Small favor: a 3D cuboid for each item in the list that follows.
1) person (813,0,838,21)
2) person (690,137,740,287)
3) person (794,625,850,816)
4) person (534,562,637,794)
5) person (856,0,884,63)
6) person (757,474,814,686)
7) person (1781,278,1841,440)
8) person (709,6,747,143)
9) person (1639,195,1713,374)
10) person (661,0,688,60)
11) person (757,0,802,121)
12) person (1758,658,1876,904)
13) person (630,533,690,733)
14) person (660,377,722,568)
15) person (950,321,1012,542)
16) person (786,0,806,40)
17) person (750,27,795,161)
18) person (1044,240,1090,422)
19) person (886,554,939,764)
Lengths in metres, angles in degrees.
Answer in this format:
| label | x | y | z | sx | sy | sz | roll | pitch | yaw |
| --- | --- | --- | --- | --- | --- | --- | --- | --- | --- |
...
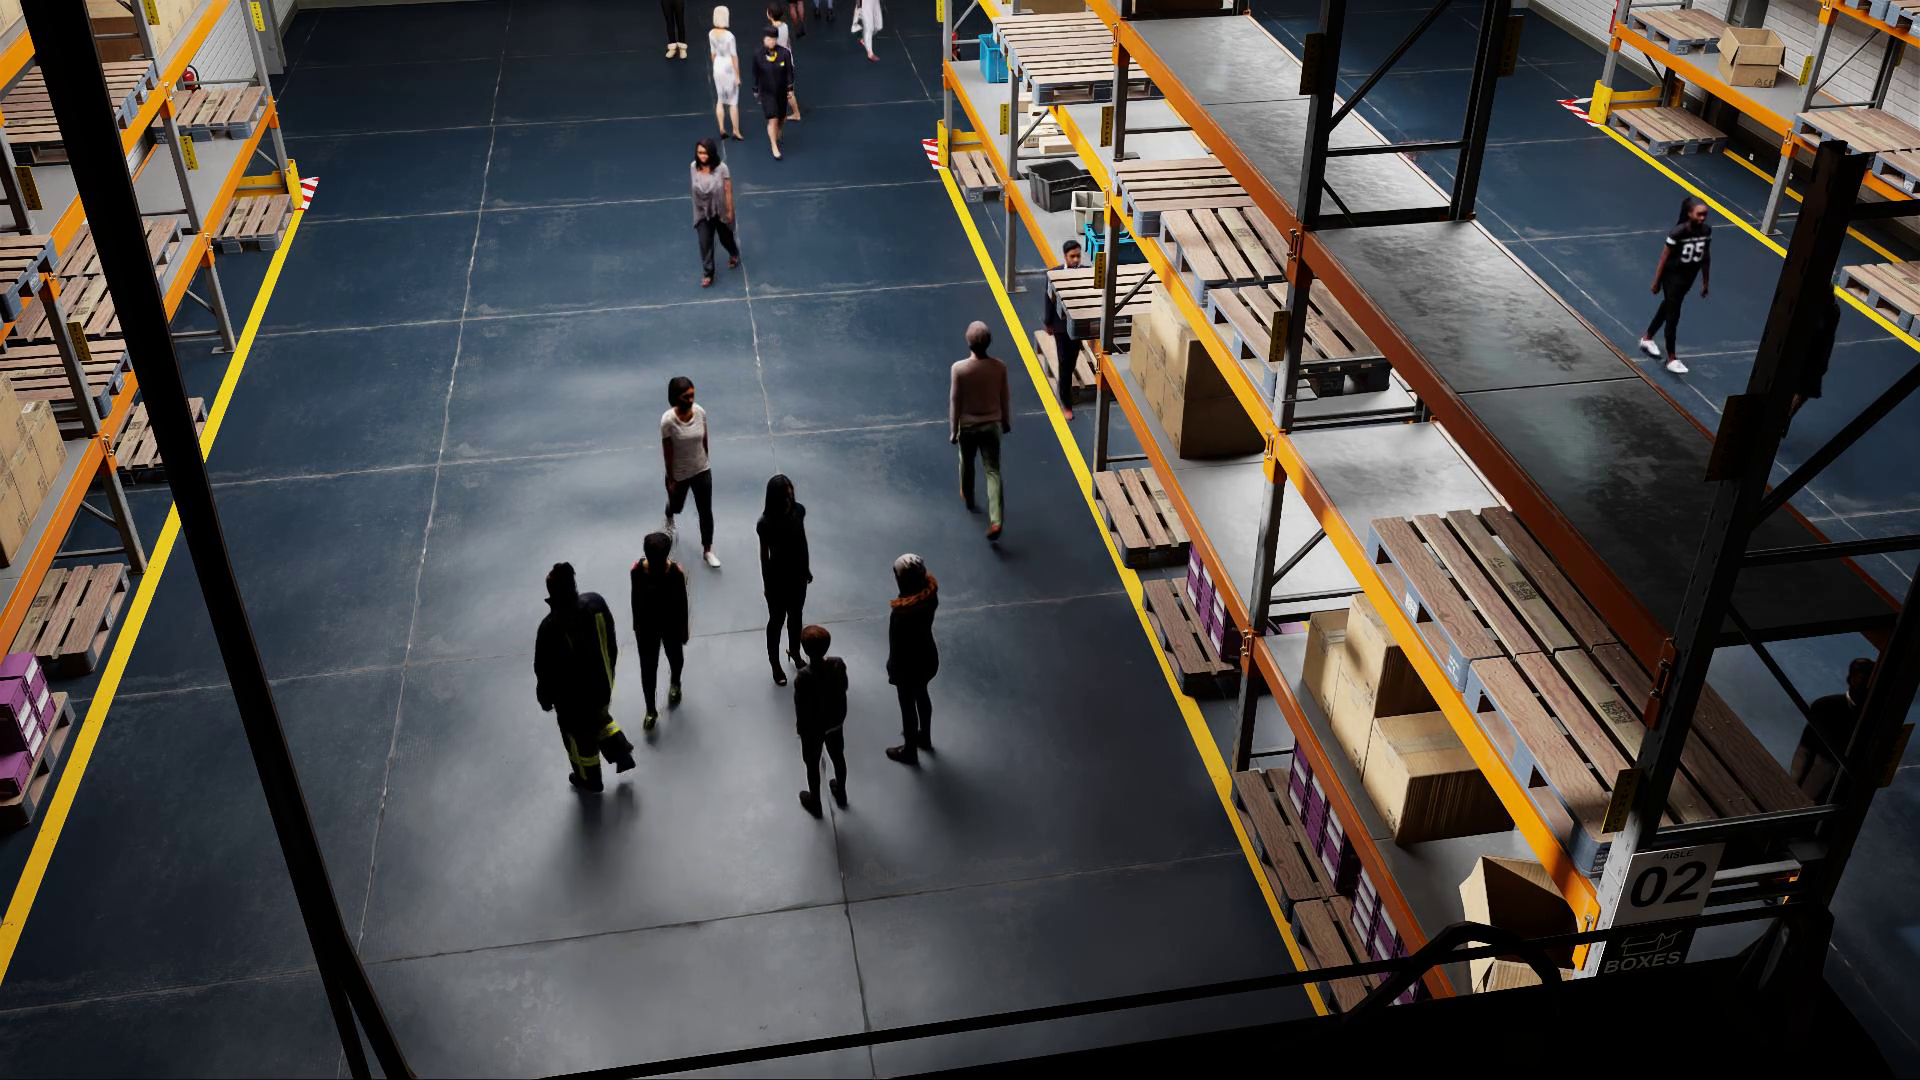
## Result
| label | x | y | z | sx | sy | sz | roll | pitch | yaw |
| --- | --- | --- | --- | --- | --- | --- | --- | --- | --- |
| person | -2.175 | -9.054 | 26.084 | 0.658 | 1.720 | 0.655 | 8 | 34 | 11 |
| person | -2.637 | -3.601 | 18.003 | 0.850 | 1.583 | 1.062 | 6 | 34 | 9 |
| person | -0.916 | 1.175 | 10.940 | 0.602 | 1.447 | 0.617 | -19 | 38 | -26 |
| person | -2.447 | 0.948 | 10.920 | 1.006 | 1.848 | 0.947 | 22 | 40 | 30 |
| person | -1.384 | -7.816 | 24.331 | 0.840 | 1.597 | 0.780 | 22 | 39 | 29 |
| person | -1.262 | 0.268 | 12.043 | 0.638 | 1.736 | 0.649 | -25 | 41 | -33 |
| person | 7.512 | -1.614 | 14.880 | 0.800 | 1.731 | 0.862 | 15 | 37 | 22 |
| person | -3.027 | -6.021 | 21.491 | 0.639 | 1.751 | 0.685 | 18 | 38 | 25 |
| person | 7.003 | -2.574 | 16.353 | 0.718 | 1.698 | 1.073 | -11 | 35 | -16 |
| person | -4.244 | -8.002 | 24.549 | 0.632 | 1.665 | 0.698 | 0 | 34 | 0 |
| person | -2.331 | -6.367 | 22.214 | 0.946 | 1.528 | 0.990 | 12 | 36 | 18 |
| person | 5.293 | 1.464 | 10.186 | 0.666 | 1.800 | 0.572 | -3 | 34 | -5 |
| person | -2.107 | 0.541 | 11.822 | 0.664 | 1.527 | 0.877 | 0 | 34 | 0 |
| person | -2.243 | -0.583 | 13.425 | 0.823 | 1.623 | 1.086 | -20 | 38 | -27 |
| person | 0.183 | -0.875 | 13.652 | 0.683 | 1.858 | 1.224 | -5 | 34 | -7 |
| person | -2.531 | -8.378 | 25.096 | 0.649 | 1.686 | 0.640 | -7 | 34 | -11 |
| person | -2.365 | -5.705 | 21.111 | 0.702 | 1.646 | 0.967 | -4 | 34 | -6 |
| person | 1.017 | -2.042 | 15.553 | 0.651 | 1.697 | 0.898 | -8 | 34 | -11 |
| person | -0.314 | 0.803 | 11.332 | 0.790 | 1.633 | 0.711 | 15 | 36 | 21 |
